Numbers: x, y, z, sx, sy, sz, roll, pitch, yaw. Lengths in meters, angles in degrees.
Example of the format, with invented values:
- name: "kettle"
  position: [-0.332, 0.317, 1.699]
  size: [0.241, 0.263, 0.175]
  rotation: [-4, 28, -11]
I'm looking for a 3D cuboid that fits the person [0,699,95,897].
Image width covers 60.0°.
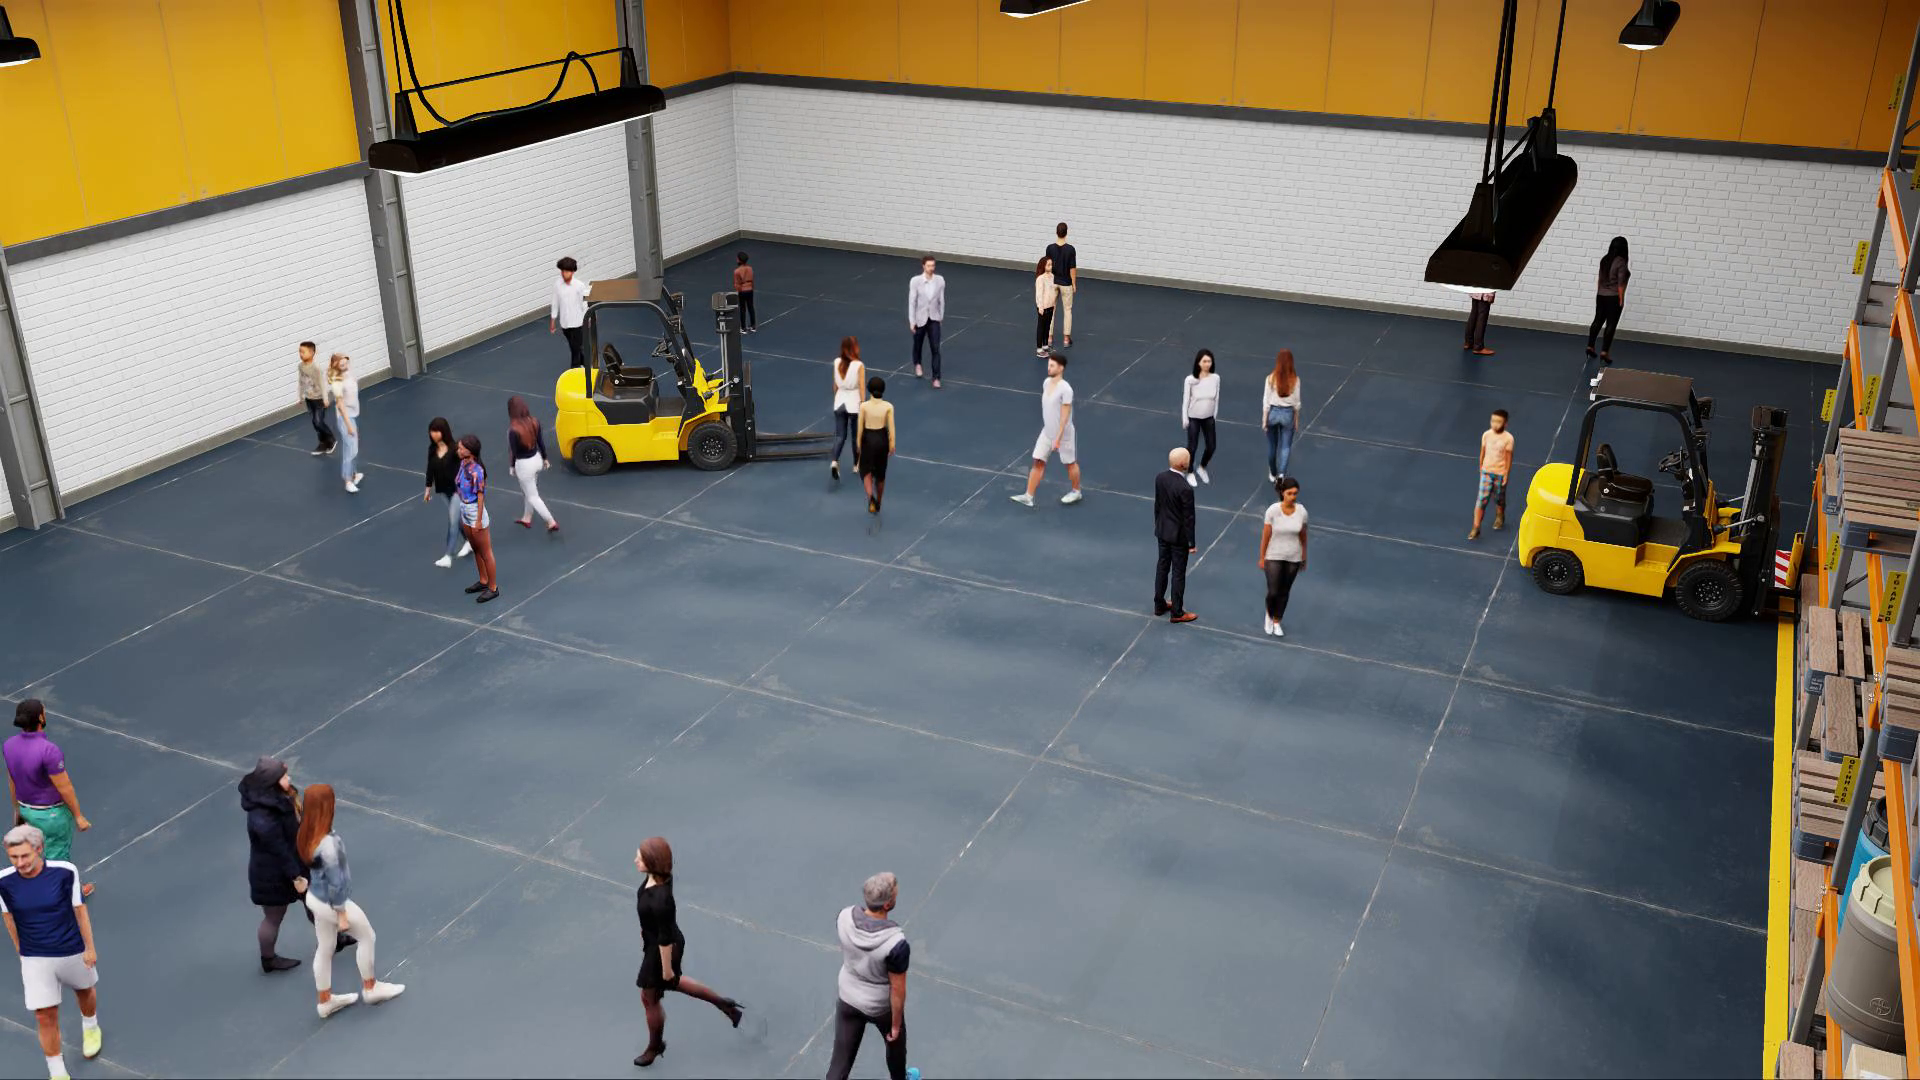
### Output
- name: "person"
  position: [-6.513, 1.981, 11.725]
  size: [0.697, 1.743, 0.749]
  rotation: [9, 25, 20]

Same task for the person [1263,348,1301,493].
- name: "person"
  position: [3.751, -1.386, 19.472]
  size: [0.754, 1.707, 1.078]
  rotation: [4, 24, 9]

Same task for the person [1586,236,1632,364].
- name: "person"
  position: [9.409, -3.485, 24.110]
  size: [0.803, 1.838, 0.750]
  rotation: [-10, 25, -21]

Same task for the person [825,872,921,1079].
- name: "person"
  position: [-0.597, 2.807, 9.796]
  size: [0.732, 1.773, 1.226]
  rotation: [12, 26, 26]

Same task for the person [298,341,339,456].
- name: "person"
  position: [-7.954, -1.773, 20.676]
  size: [0.564, 1.452, 0.535]
  rotation: [11, 26, 24]

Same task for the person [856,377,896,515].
- name: "person"
  position: [-0.955, -1.023, 18.716]
  size: [0.772, 1.647, 0.850]
  rotation: [-3, 24, -6]

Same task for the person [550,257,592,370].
- name: "person"
  position: [-5.402, -3.092, 23.302]
  size: [0.735, 1.765, 1.099]
  rotation: [7, 25, 16]

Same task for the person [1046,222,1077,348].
- name: "person"
  position: [1.505, -3.815, 24.846]
  size: [0.657, 1.853, 0.574]
  rotation: [7, 24, 15]

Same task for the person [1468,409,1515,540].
- name: "person"
  position: [5.929, -0.749, 18.344]
  size: [0.602, 1.442, 0.985]
  rotation: [14, 27, 29]

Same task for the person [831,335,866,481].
- name: "person"
  position: [-1.364, -1.544, 19.757]
  size: [0.659, 1.767, 1.005]
  rotation: [8, 25, 18]

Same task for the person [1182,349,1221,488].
- name: "person"
  position: [2.807, -1.464, 19.675]
  size: [0.731, 1.687, 0.769]
  rotation: [-4, 24, -9]

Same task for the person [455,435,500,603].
- name: "person"
  position: [-4.891, -0.239, 16.804]
  size: [0.661, 1.743, 0.665]
  rotation: [-18, 29, -35]

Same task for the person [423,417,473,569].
- name: "person"
  position: [-5.358, -0.551, 17.676]
  size: [0.646, 1.615, 1.008]
  rotation: [8, 25, 19]

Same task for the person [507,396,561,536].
- name: "person"
  position: [-4.705, -0.780, 18.239]
  size: [0.699, 1.584, 0.910]
  rotation: [14, 27, 28]

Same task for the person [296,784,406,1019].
- name: "person"
  position: [-4.189, 2.401, 10.840]
  size: [0.884, 1.682, 0.783]
  rotation: [-20, 30, -37]

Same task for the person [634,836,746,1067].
- name: "person"
  position: [-1.777, 2.574, 10.443]
  size: [0.969, 1.683, 0.986]
  rotation: [-4, 24, -10]

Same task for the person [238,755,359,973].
- name: "person"
  position: [-4.688, 2.230, 11.269]
  size: [1.011, 1.652, 0.996]
  rotation: [-4, 24, -9]

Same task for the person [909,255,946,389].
- name: "person"
  position: [-0.495, -3.091, 23.238]
  size: [1.103, 1.815, 1.283]
  rotation: [-4, 24, -9]

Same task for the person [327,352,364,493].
- name: "person"
  position: [-7.230, -1.428, 19.574]
  size: [0.857, 1.703, 0.749]
  rotation: [-11, 26, -24]

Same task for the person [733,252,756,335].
- name: "person"
  position: [-3.315, -3.819, 25.606]
  size: [0.518, 1.252, 0.637]
  rotation: [-20, 31, -38]

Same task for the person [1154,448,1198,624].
- name: "person"
  position: [2.102, -0.061, 16.325]
  size: [0.763, 1.800, 0.767]
  rotation: [-16, 28, -33]

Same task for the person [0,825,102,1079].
- name: "person"
  position: [-5.659, 2.512, 10.433]
  size: [1.019, 1.804, 1.076]
  rotation: [-9, 25, -20]

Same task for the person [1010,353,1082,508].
- name: "person"
  position: [1.199, -1.234, 19.001]
  size: [1.281, 1.806, 1.086]
  rotation: [-16, 28, -31]

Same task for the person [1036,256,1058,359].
- name: "person"
  position: [1.257, -3.444, 24.458]
  size: [0.644, 1.484, 0.479]
  rotation: [14, 27, 28]

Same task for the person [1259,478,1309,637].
- name: "person"
  position: [3.094, 0.141, 16.069]
  size: [0.695, 1.635, 0.727]
  rotation: [-2, 24, -5]
